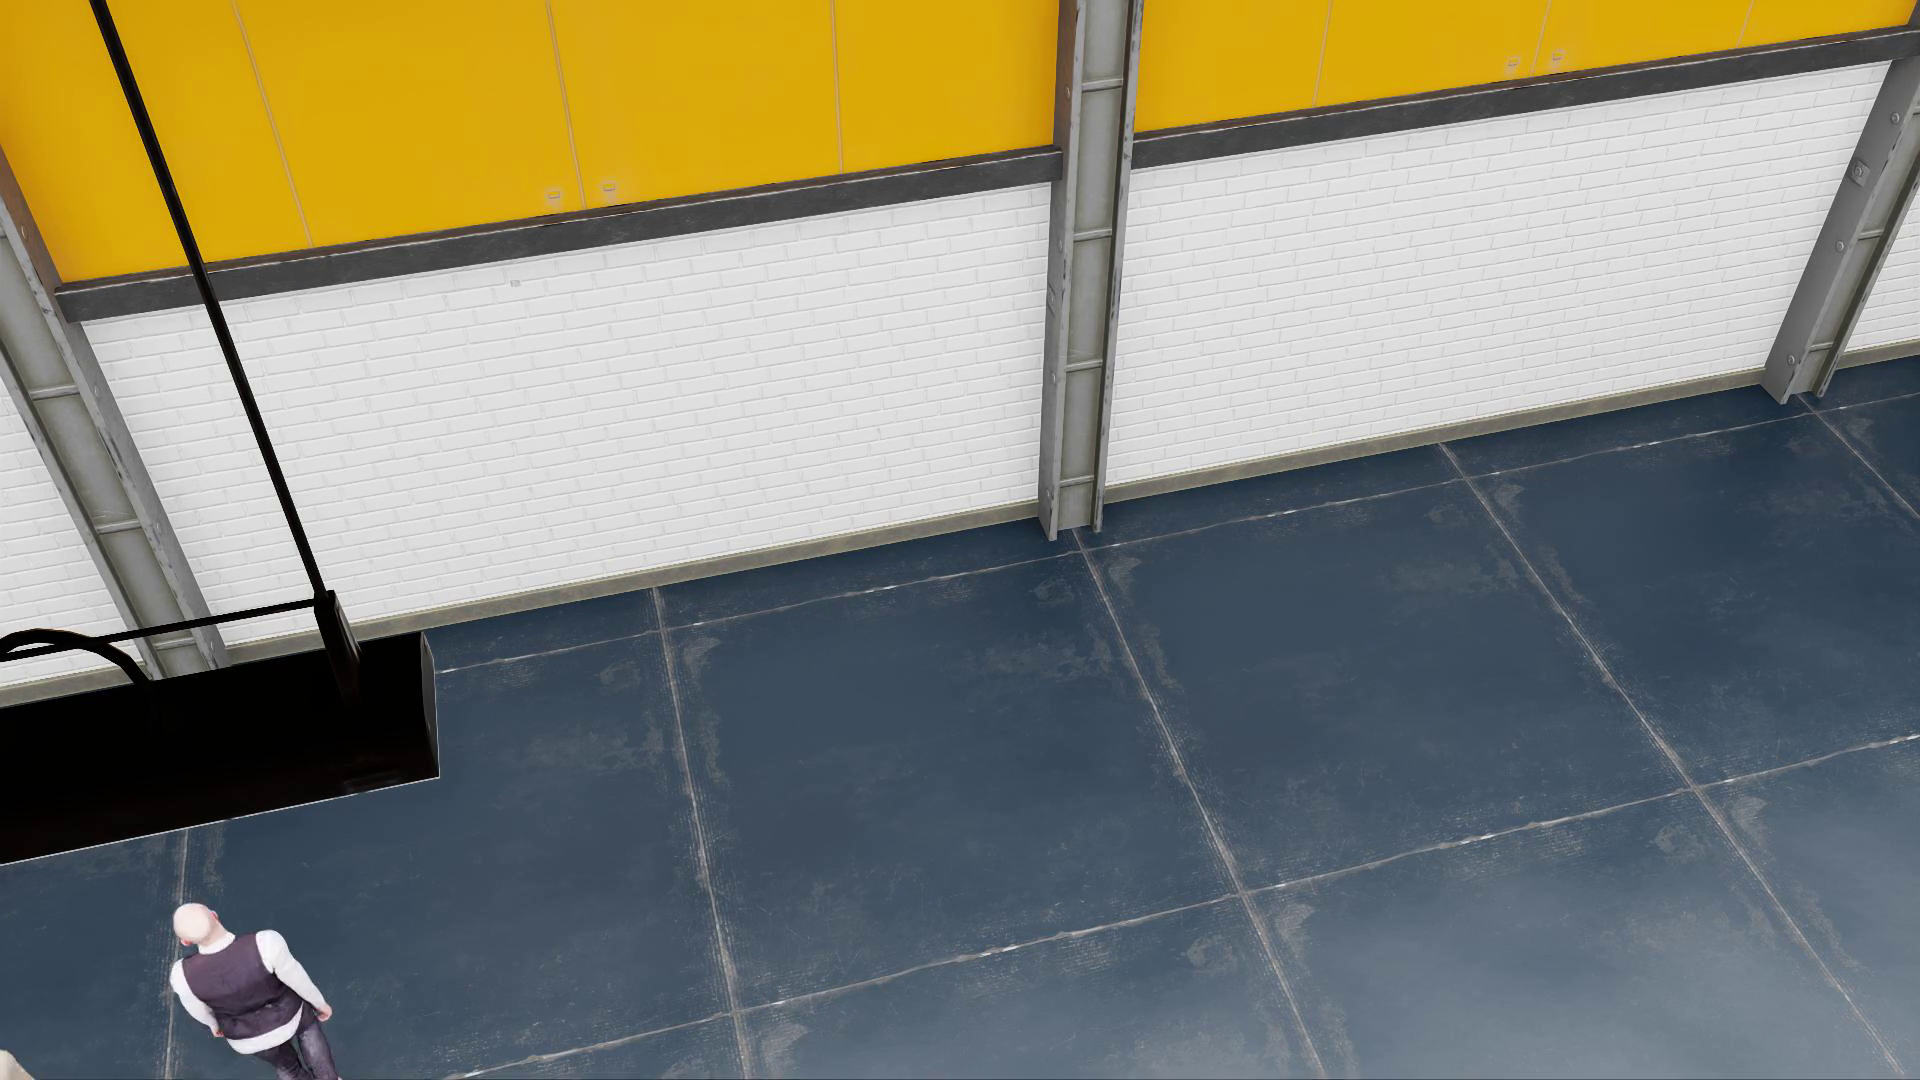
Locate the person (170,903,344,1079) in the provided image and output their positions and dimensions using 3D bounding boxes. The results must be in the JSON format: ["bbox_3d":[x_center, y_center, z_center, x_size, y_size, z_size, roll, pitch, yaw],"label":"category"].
[{"bbox_3d":[-3.370,2.408,8.089,0.630,1.796,0.843,-14,45,-14],"label":"person"}]
